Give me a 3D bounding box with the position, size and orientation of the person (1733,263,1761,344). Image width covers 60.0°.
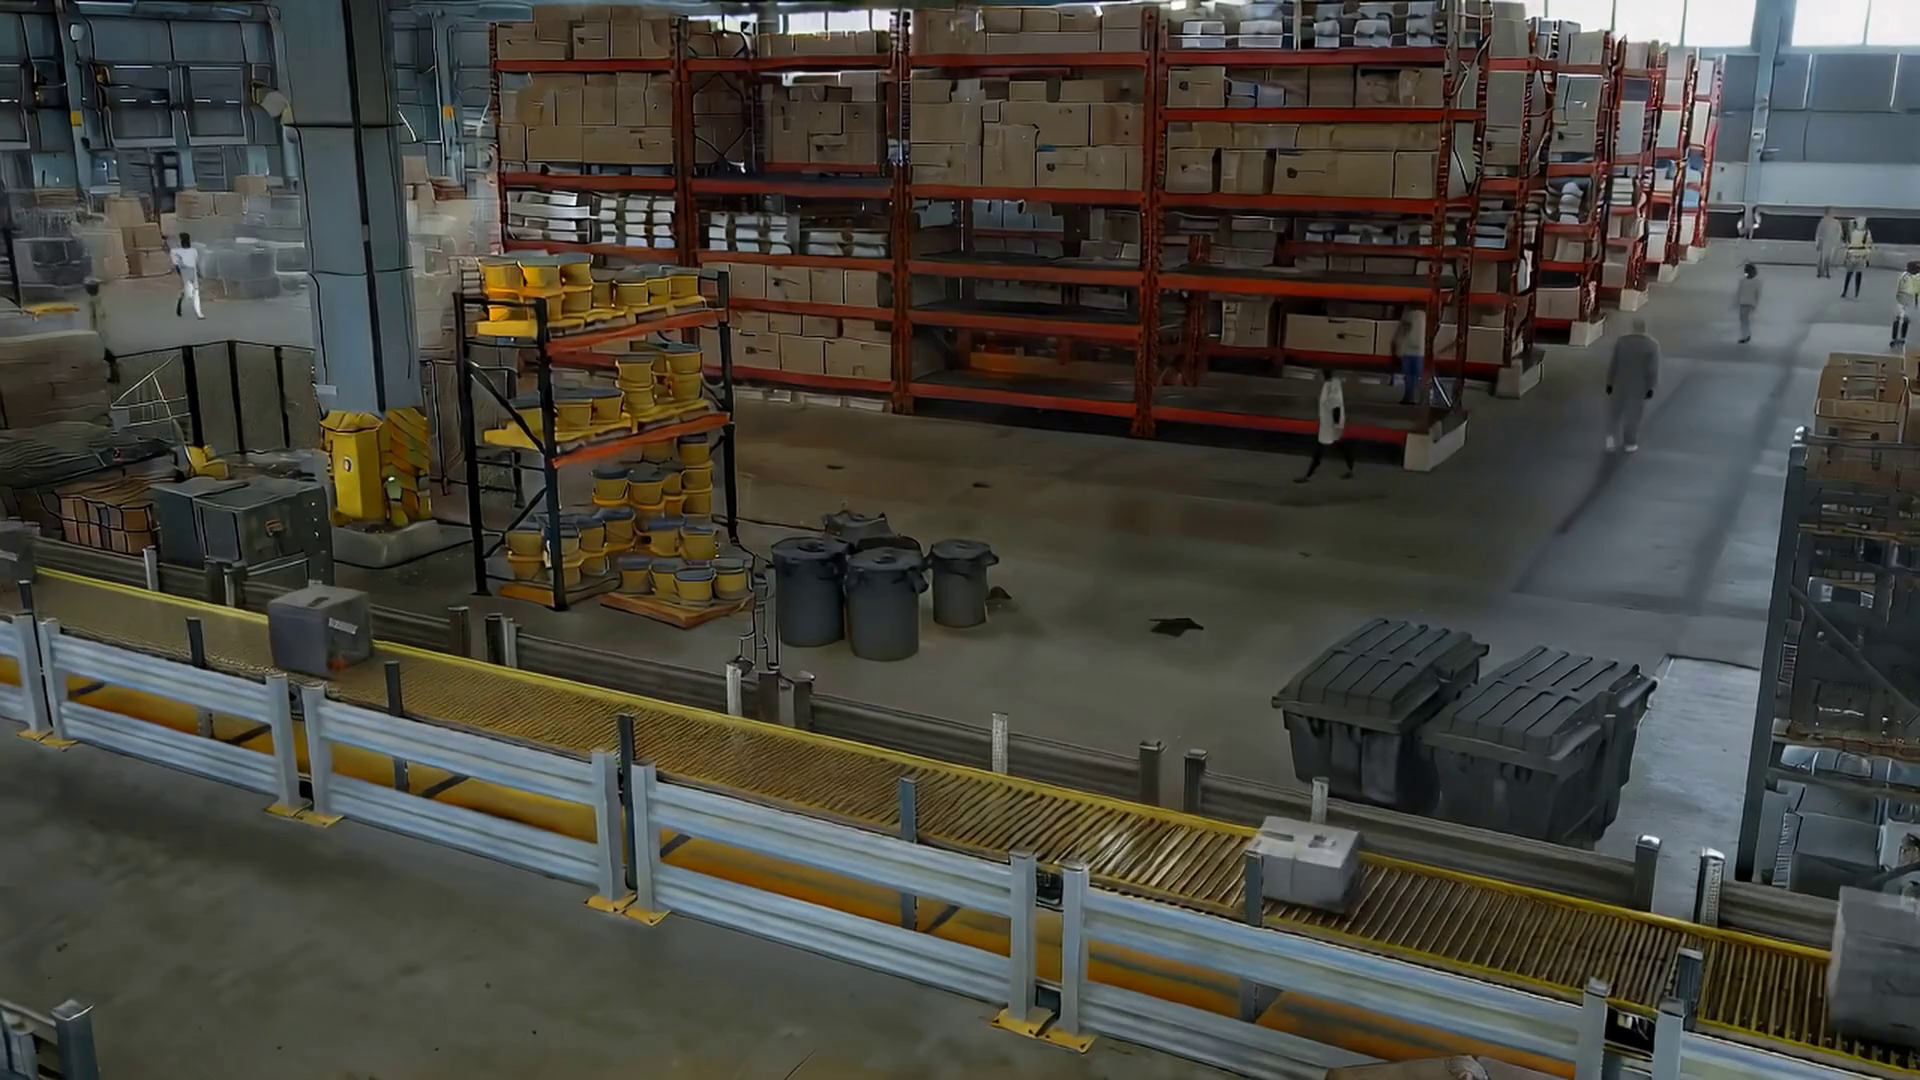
[{"bbox_3d":[15.701,-4.704,33.204,0.410,1.617,0.530,-5,16,-17],"label":"person"}]

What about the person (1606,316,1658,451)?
[{"bbox_3d":[9.355,-2.173,23.167,0.653,1.888,0.432,11,18,35],"label":"person"}]

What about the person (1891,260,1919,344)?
[{"bbox_3d":[18.957,-4.764,33.292,0.322,1.689,0.530,-2,15,-8],"label":"person"}]

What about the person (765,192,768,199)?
[{"bbox_3d":[-8.044,-14.013,67.604,0.630,1.932,0.367,-6,16,-20],"label":"person"}]

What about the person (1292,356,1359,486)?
[{"bbox_3d":[4.717,-1.508,21.118,0.885,1.654,0.531,1,15,2],"label":"person"}]

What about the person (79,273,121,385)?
[{"bbox_3d":[-14.853,-3.588,28.433,0.780,1.913,0.571,-8,17,-28],"label":"person"}]

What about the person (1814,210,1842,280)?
[{"bbox_3d":[23.545,-8.024,45.178,0.644,1.879,0.698,8,17,29],"label":"person"}]

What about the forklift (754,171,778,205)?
[{"bbox_3d":[-6.154,-10.489,52.531,1.129,2.768,1.873,8,17,27],"label":"forklift"}]

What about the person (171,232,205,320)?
[{"bbox_3d":[-17.219,-5.883,37.009,0.731,1.946,0.624,12,19,37],"label":"person"}]

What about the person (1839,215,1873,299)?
[{"bbox_3d":[21.935,-6.923,40.728,0.614,2.042,0.373,13,19,39],"label":"person"}]

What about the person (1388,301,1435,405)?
[{"bbox_3d":[7.117,-2.919,26.108,0.795,1.834,0.485,-6,16,-21],"label":"person"}]

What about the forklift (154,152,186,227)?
[{"bbox_3d":[-29.681,-13.185,62.665,1.873,2.768,1.129,8,17,28],"label":"forklift"}]

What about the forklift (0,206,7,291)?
[{"bbox_3d":[-24.978,-7.849,42.606,1.873,2.768,1.129,5,16,18],"label":"forklift"}]
